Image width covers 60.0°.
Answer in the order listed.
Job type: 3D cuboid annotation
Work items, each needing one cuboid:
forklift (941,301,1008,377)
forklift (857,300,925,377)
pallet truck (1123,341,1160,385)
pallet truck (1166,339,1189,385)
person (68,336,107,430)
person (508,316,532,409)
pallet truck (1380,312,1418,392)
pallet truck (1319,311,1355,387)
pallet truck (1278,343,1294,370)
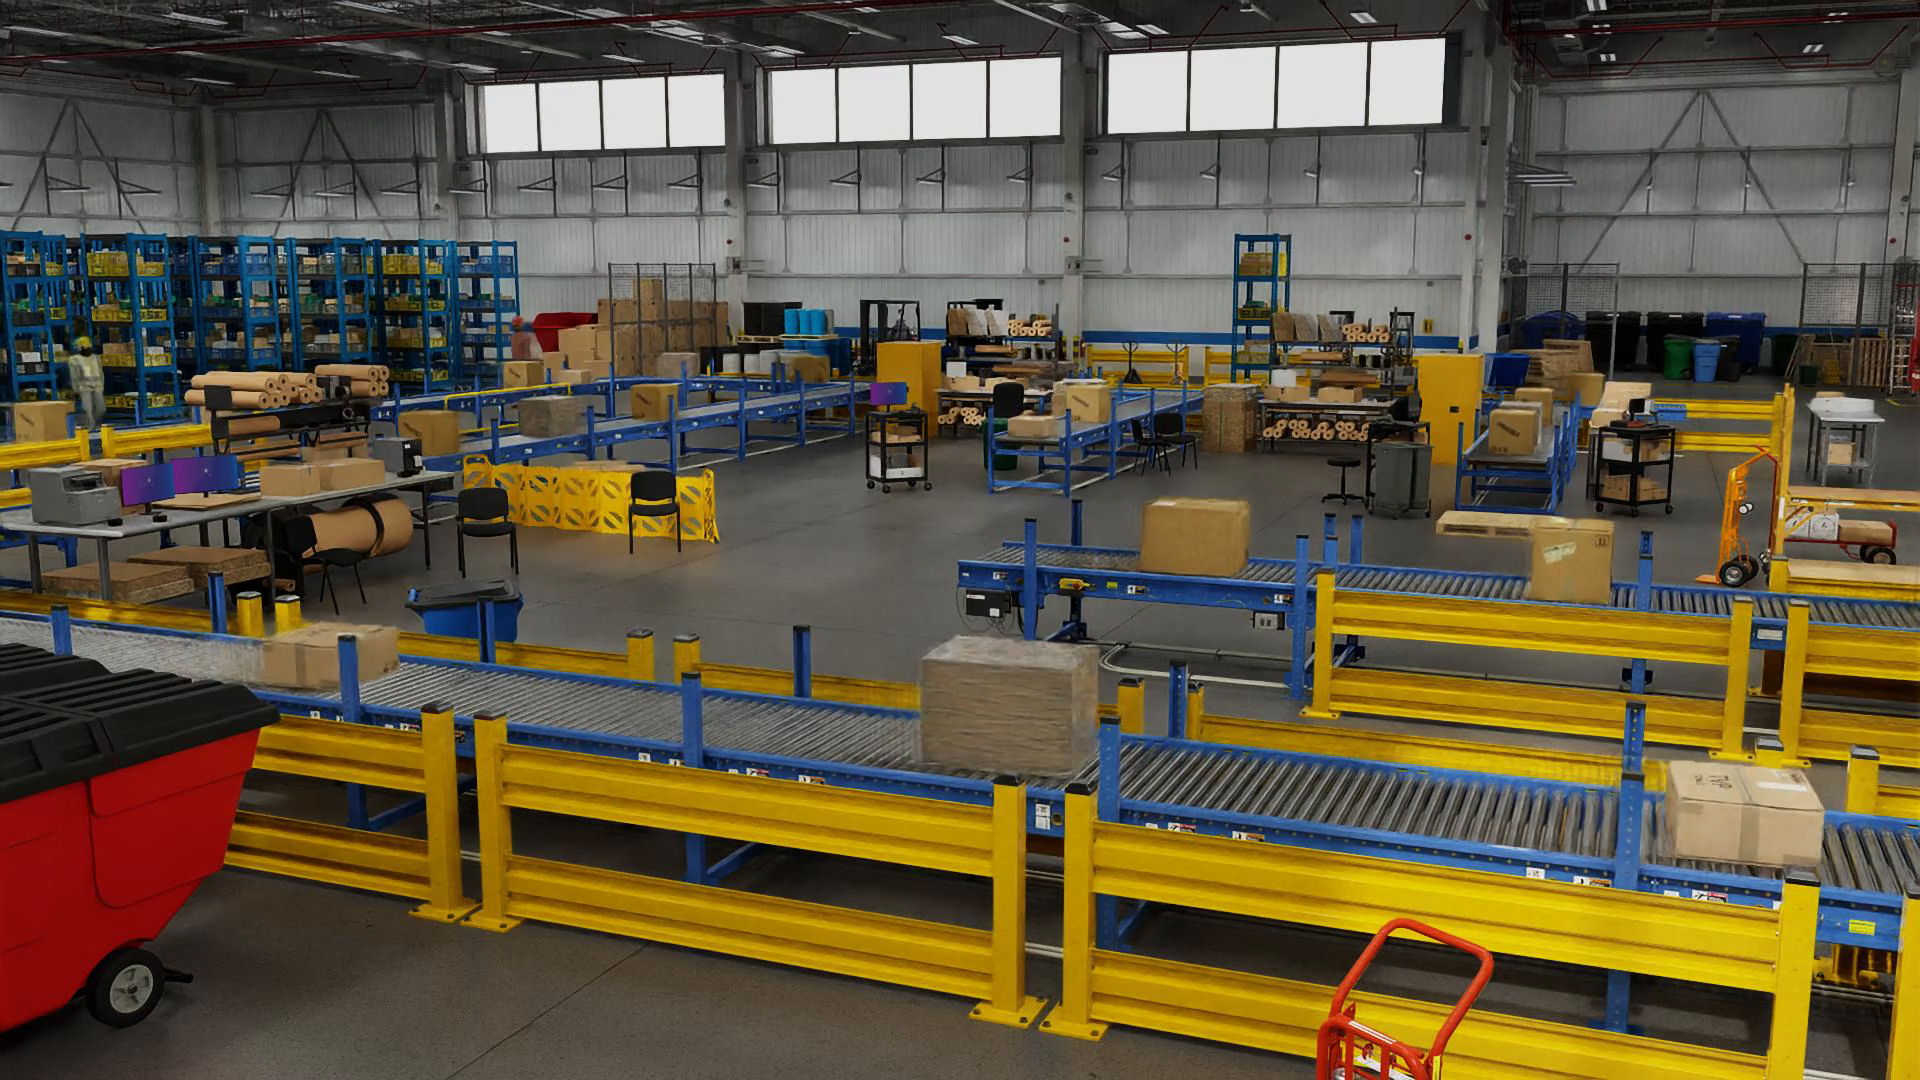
[{"bbox_3d":[0.365,-4.966,41.571,1.157,1.987,2.680,3,10,20],"label":"forklift"},{"bbox_3d":[-1.732,-5.109,42.468,1.157,1.987,2.680,4,10,22],"label":"forklift"},{"bbox_3d":[4.445,-4.380,41.279,0.680,1.201,1.601,4,10,22],"label":"pallet truck"},{"bbox_3d":[5.418,-4.269,40.420,0.704,1.261,1.522,3,10,20],"label":"pallet truck"},{"bbox_3d":[-15.176,-2.641,28.969,0.407,1.819,0.600,6,11,32],"label":"person"},{"bbox_3d":[-9.247,-3.764,35.287,0.613,1.978,0.757,7,12,36],"label":"person"},{"bbox_3d":[10.207,-4.283,38.369,0.823,1.965,1.885,3,10,20],"label":"pallet truck"},{"bbox_3d":[9.071,-4.419,39.190,0.823,1.965,1.885,5,10,26],"label":"pallet truck"},{"bbox_3d":[7.886,-4.163,39.743,0.653,1.274,1.630,4,10,22],"label":"pallet truck"}]
